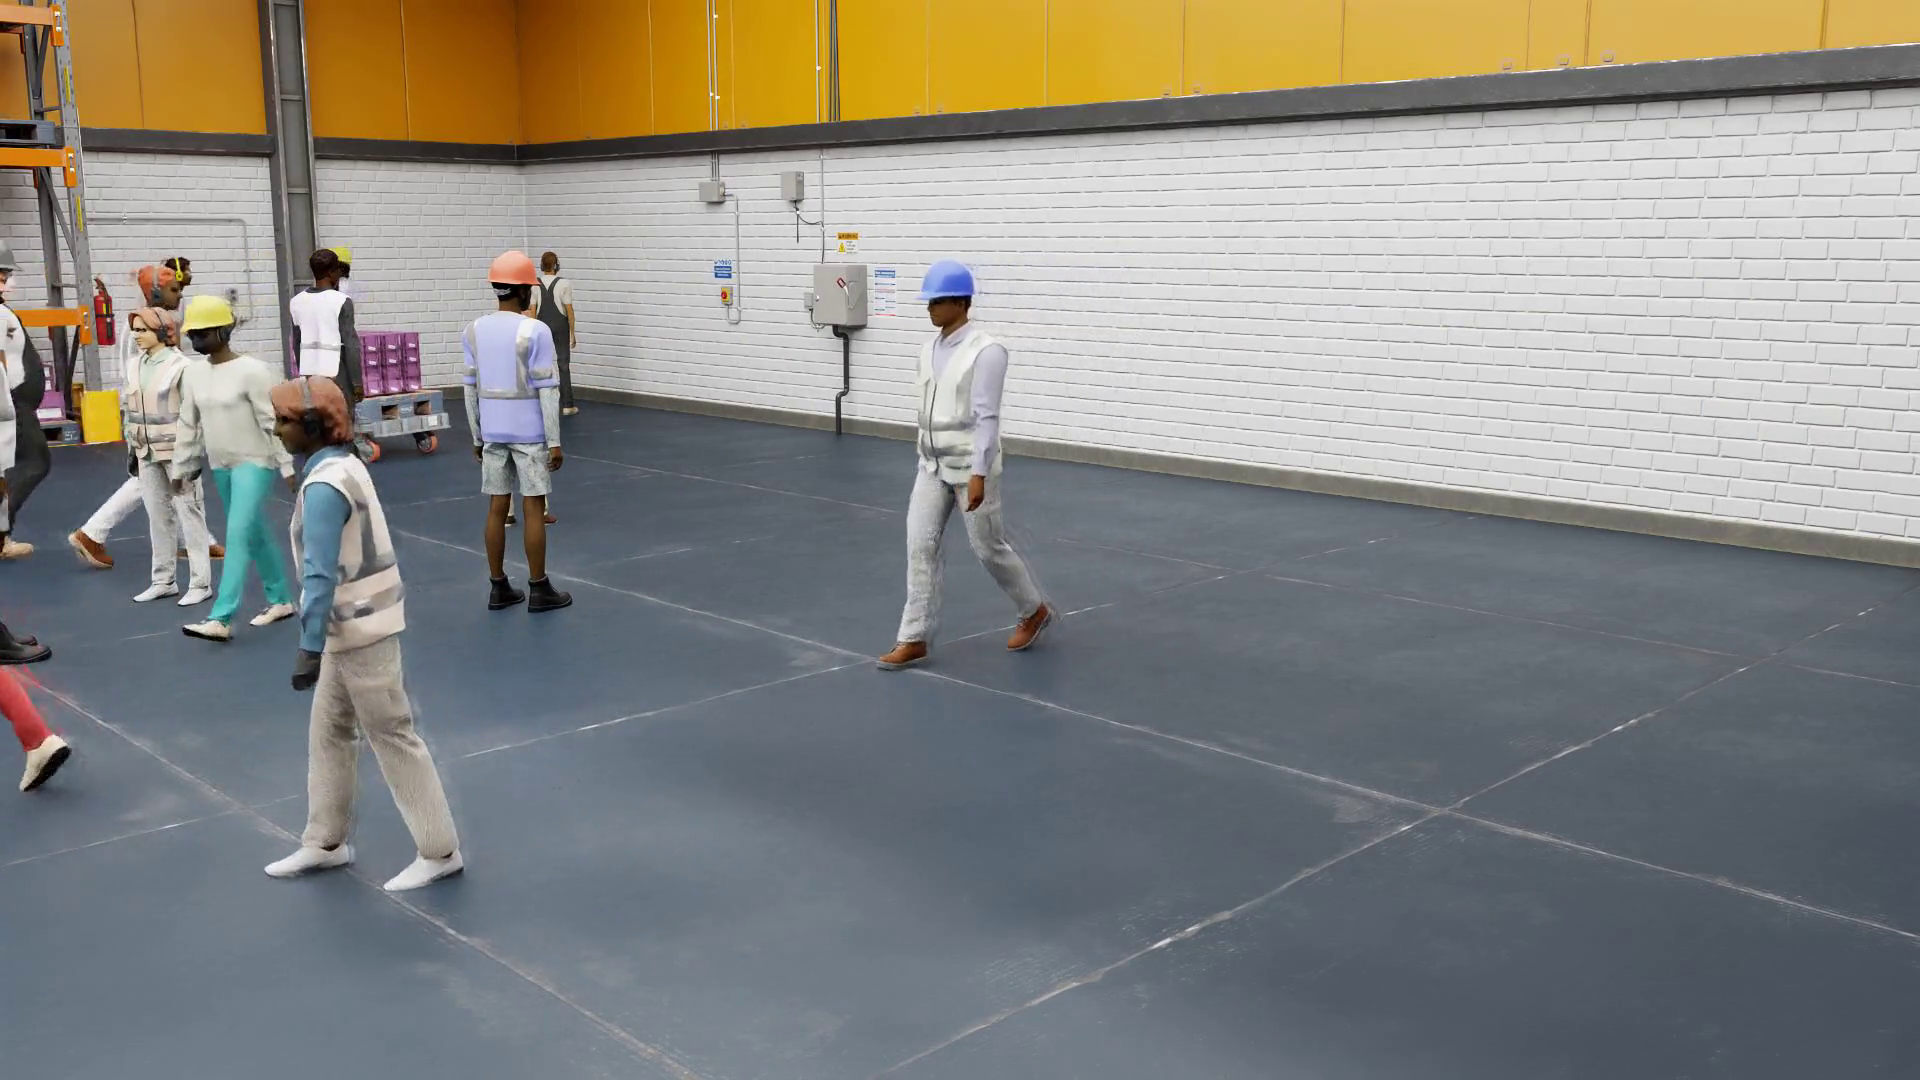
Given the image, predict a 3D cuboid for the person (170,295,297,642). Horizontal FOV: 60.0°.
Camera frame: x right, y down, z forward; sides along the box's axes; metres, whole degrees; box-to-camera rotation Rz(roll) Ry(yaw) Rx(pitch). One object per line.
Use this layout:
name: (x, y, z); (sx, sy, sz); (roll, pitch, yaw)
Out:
person: (-3.685, -0.353, 8.335); (0.557, 1.715, 0.885); (4, 11, 23)

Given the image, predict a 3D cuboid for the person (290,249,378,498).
person: (-4.753, -1.221, 12.536); (0.589, 1.919, 0.393); (4, 11, 22)

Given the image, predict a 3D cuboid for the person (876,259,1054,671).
person: (0.032, -0.362, 7.862); (0.933, 1.919, 0.598); (-10, 14, -43)

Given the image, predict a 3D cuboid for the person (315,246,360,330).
person: (-6.746, -2.210, 17.959); (0.590, 1.912, 0.669); (5, 12, 27)

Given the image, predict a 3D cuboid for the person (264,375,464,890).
person: (-1.873, 0.299, 5.141); (0.616, 1.606, 0.527); (-3, 11, -16)

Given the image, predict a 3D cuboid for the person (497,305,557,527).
person: (-3.070, -0.902, 11.576); (0.503, 1.631, 0.283); (1, 10, 7)

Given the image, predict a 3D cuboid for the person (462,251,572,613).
person: (-2.379, -0.576, 8.966); (0.552, 1.935, 0.370); (4, 11, 19)

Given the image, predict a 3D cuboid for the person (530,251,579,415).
person: (-4.578, -2.319, 18.737); (0.506, 1.842, 0.346); (1, 10, 3)

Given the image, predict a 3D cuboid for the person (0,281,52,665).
person: (-4.607, -0.376, 7.873); (0.362, 1.939, 0.542); (-8, 13, -37)

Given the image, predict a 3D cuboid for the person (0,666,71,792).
person: (-3.688, 0.092, 5.893); (0.878, 1.725, 0.528); (1, 10, 3)

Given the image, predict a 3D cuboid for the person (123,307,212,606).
person: (-4.352, -0.454, 9.117); (0.523, 1.639, 0.308); (4, 11, 21)

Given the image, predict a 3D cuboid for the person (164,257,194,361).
person: (-7.366, -1.769, 15.799); (0.968, 1.818, 0.545); (-8, 13, -38)

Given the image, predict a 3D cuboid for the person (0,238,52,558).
person: (-5.972, -0.878, 10.331); (0.687, 2.000, 0.536); (8, 13, 37)

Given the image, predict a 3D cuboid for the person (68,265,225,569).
person: (-4.971, -0.739, 10.118); (0.893, 1.855, 0.586); (-5, 11, -25)
